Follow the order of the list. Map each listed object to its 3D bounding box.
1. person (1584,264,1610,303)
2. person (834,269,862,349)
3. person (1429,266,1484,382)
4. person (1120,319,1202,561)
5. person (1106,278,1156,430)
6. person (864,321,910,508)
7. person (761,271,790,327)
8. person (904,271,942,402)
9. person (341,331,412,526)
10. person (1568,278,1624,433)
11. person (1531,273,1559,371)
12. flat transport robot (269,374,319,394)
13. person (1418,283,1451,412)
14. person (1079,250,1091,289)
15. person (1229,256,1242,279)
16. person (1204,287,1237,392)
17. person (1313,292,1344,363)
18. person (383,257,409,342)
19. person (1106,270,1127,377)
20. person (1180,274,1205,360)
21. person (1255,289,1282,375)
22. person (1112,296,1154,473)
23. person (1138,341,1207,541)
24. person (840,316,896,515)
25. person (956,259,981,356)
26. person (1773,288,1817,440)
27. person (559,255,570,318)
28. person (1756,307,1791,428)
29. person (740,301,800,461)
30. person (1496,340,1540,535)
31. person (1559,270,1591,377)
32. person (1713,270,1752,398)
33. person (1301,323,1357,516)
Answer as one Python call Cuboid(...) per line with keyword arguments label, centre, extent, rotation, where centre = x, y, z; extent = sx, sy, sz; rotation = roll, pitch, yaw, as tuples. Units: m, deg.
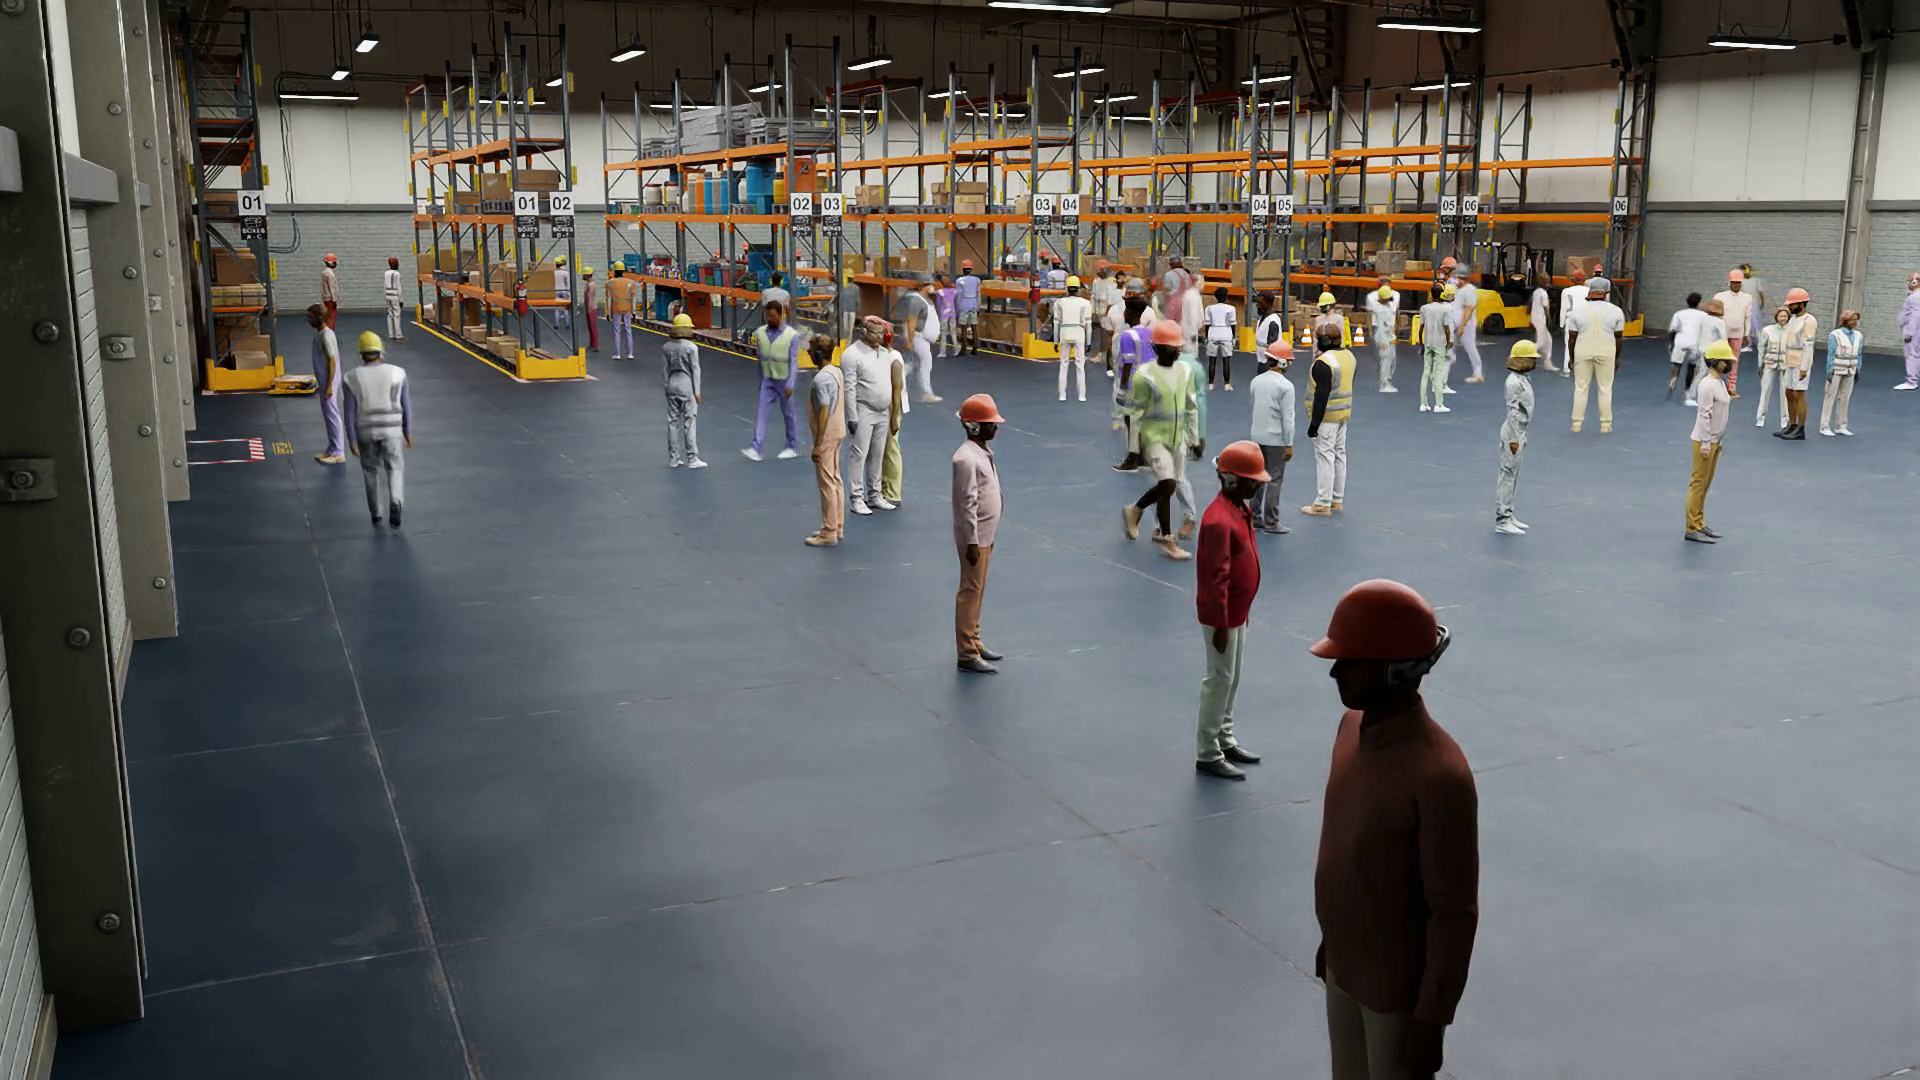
Cuboid(label="person", centre=(13.998, -5.187, 36.624), extent=(0.564, 1.752, 0.339), rotation=(2, 11, 9))
Cuboid(label="person", centre=(-2.252, -4.613, 33.700), extent=(0.560, 1.742, 0.556), rotation=(-5, 12, -23))
Cuboid(label="person", centre=(8.497, -3.684, 28.251), extent=(0.993, 2.000, 0.692), rotation=(-3, 11, -14))
Cuboid(label="person", centre=(1.650, -0.863, 14.016), extent=(0.604, 2.014, 0.896), rotation=(-8, 14, -35))
Cuboid(label="person", centre=(2.301, -2.474, 22.105), extent=(0.684, 2.000, 0.535), rotation=(5, 12, 23))
Cuboid(label="person", centre=(-0.712, -1.231, 16.317), extent=(0.400, 1.841, 0.564), rotation=(-5, 12, -24))
Cuboid(label="person", centre=(-3.273, -3.843, 29.539), extent=(0.545, 1.851, 0.627), rotation=(-1, 11, -5))
Cuboid(label="person", centre=(-0.717, -3.126, 25.417), extent=(0.827, 2.000, 0.687), rotation=(1, 11, 5))
Cuboid(label="person", centre=(-5.297, -0.993, 15.150), extent=(0.602, 1.817, 0.676), rotation=(-4, 12, -22))
Cuboid(label="person", centre=(8.355, -2.434, 21.901), extent=(0.674, 2.000, 0.537), rotation=(5, 12, 23))
Cuboid(label="person", centre=(10.519, -3.941, 30.170), extent=(0.786, 1.798, 0.510), rotation=(2, 11, 9))
Cuboid(label="flat transport robot", centre=(-10.714, -2.526, 26.879), extent=(0.652, 0.197, 1.431), rotation=(-3, 11, -13))
Cuboid(label="person", centre=(6.898, -2.790, 24.147), extent=(0.519, 1.871, 0.328), rotation=(11, 16, 44))
Cuboid(label="person", centre=(3.624, -7.340, 47.395), extent=(0.598, 1.819, 0.648), rotation=(9, 14, 39))
Cuboid(label="person", centre=(8.202, -7.592, 49.152), extent=(0.498, 1.633, 0.281), rotation=(2, 11, 8))
Cuboid(label="person", centre=(4.208, -3.243, 26.900), extent=(0.531, 1.692, 0.320), rotation=(4, 12, 20))
Cuboid(label="person", centre=(5.234, -2.648, 23.728), extent=(0.340, 1.752, 0.528), rotation=(-8, 14, -37))
Cuboid(label="person", centre=(-12.682, -5.386, 37.309), extent=(0.575, 1.883, 0.362), rotation=(9, 14, 39))
Cuboid(label="person", centre=(2.813, -3.823, 29.396), extent=(0.512, 1.872, 0.330), rotation=(-5, 12, -25))
Cuboid(label="person", centre=(3.744, -3.437, 27.434), extent=(0.573, 1.880, 0.661), rotation=(0, 11, 2))
Cuboid(label="person", centre=(3.947, -2.244, 21.275), extent=(0.391, 1.912, 0.589), rotation=(0, 11, -2))
Cuboid(label="person", centre=(1.936, -1.734, 18.533), extent=(0.367, 1.966, 0.606), rotation=(7, 13, 33))
Cuboid(label="person", centre=(1.844, -0.939, 14.682), extent=(0.460, 1.919, 0.670), rotation=(-10, 15, -42))
Cuboid(label="person", centre=(-0.854, -1.205, 16.013), extent=(0.407, 1.902, 0.638), rotation=(8, 14, 36))
Cuboid(label="person", centre=(0.151, -4.694, 33.649), extent=(0.544, 1.939, 0.354), rotation=(-5, 12, -24))
Cuboid(label="person", centre=(10.659, -2.242, 21.240), extent=(0.391, 1.923, 0.549), rotation=(0, 11, 0))
Cuboid(label="person", centre=(-10.964, -6.996, 45.882), extent=(0.323, 1.729, 0.486), rotation=(-11, 15, -43))
Cuboid(label="person", centre=(11.001, -2.316, 22.358), extent=(0.514, 1.630, 0.315), rotation=(6, 13, 28))
Cuboid(label="person", centre=(-2.170, -1.825, 19.253), extent=(0.612, 1.861, 1.012), rotation=(6, 12, 26))
Cuboid(label="person", centre=(5.044, -0.933, 15.028), extent=(0.295, 1.744, 0.484), rotation=(5, 12, 26))
Cuboid(label="person", centre=(10.834, -3.803, 29.257), extent=(0.575, 1.885, 0.355), rotation=(1, 11, 3))
Cuboid(label="person", centre=(12.028, -3.213, 25.974), extent=(0.609, 1.996, 0.383), rotation=(1, 11, 6))
Cuboid(label="person", centre=(3.514, -1.154, 15.920), extent=(0.429, 1.839, 0.621), rotation=(9, 14, 39))
